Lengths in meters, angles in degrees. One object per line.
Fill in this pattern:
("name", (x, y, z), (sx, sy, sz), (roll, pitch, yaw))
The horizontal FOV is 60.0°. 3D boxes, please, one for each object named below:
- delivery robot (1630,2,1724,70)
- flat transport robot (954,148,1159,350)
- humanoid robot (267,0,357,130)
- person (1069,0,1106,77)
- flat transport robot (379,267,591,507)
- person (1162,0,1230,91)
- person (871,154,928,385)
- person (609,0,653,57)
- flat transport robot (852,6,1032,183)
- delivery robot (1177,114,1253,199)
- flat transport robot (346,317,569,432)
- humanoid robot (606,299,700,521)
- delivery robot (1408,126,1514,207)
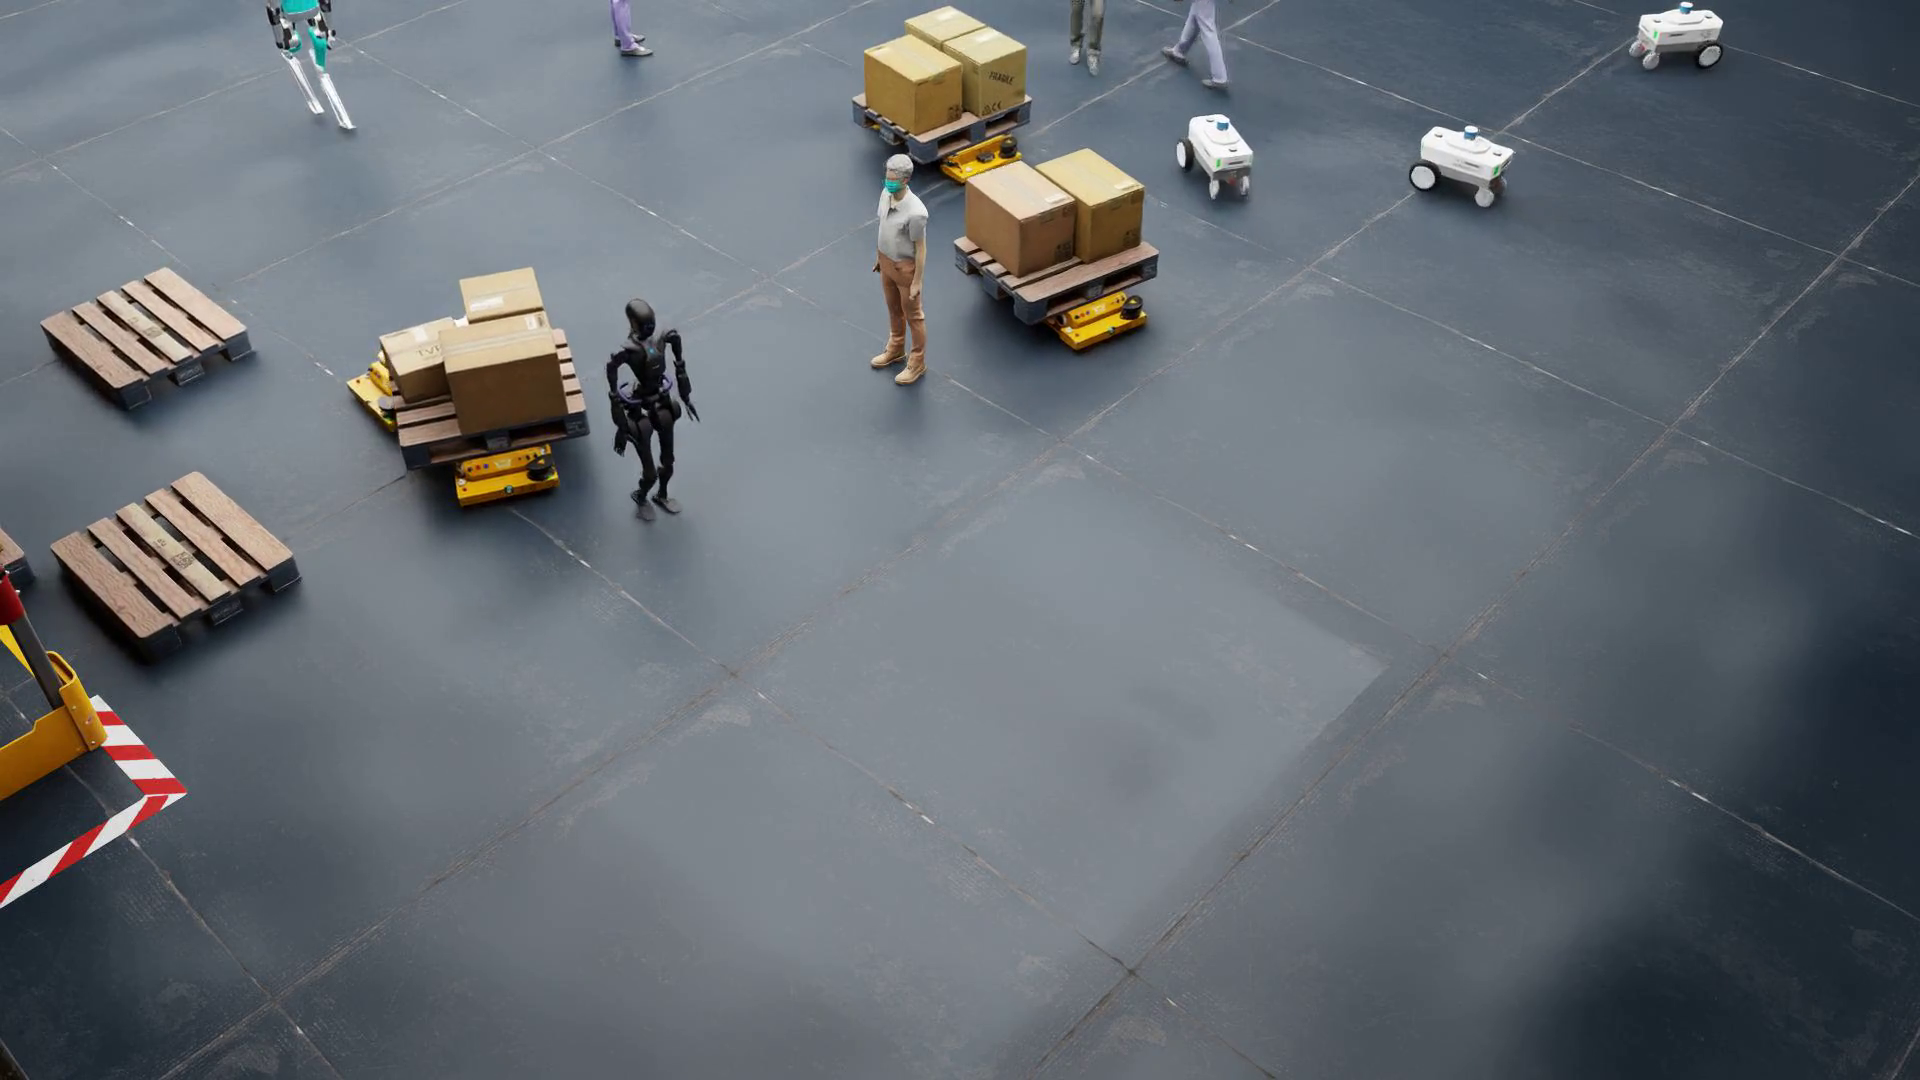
("delivery robot", (6.731, -4.736, 15.567), (0.773, 0.582, 0.499), (-7, 42, -7))
("flat transport robot", (0.728, -1.958, 12.703), (0.659, 0.231, 1.431), (-24, 47, -24))
("humanoid robot", (-5.679, -4.389, 14.321), (0.541, 1.767, 0.910), (-26, 48, -26))
("person", (1.154, -5.126, 15.063), (0.607, 1.815, 0.683), (2, 42, 3))
("flat transport robot", (-3.196, -0.793, 11.407), (0.659, 0.231, 1.431), (-13, 44, -14))
("person", (2.211, -5.000, 14.940), (0.565, 1.794, 0.965), (-31, 50, -30))
("person", (-0.420, -1.885, 11.515), (0.320, 1.750, 0.474), (-29, 49, -28))
("person", (-3.174, -5.396, 15.344), (0.390, 1.847, 0.563), (-13, 44, -14))
("flat transport robot", (-0.170, -3.549, 14.471), (0.659, 0.231, 1.431), (-28, 49, -28))
("delivery robot", (2.171, -3.255, 13.925), (0.499, 0.587, 0.788), (-10, 43, -11))
("flat transport robot", (-3.599, -1.274, 11.943), (1.431, 0.231, 0.659), (-31, 50, -30))
("humanoid robot", (-1.936, -0.816, 10.388), (0.591, 1.645, 0.344), (-31, 50, -30))
("delivery robot", (4.165, -3.146, 13.819), (0.799, 0.608, 0.499), (27, 48, 26))
